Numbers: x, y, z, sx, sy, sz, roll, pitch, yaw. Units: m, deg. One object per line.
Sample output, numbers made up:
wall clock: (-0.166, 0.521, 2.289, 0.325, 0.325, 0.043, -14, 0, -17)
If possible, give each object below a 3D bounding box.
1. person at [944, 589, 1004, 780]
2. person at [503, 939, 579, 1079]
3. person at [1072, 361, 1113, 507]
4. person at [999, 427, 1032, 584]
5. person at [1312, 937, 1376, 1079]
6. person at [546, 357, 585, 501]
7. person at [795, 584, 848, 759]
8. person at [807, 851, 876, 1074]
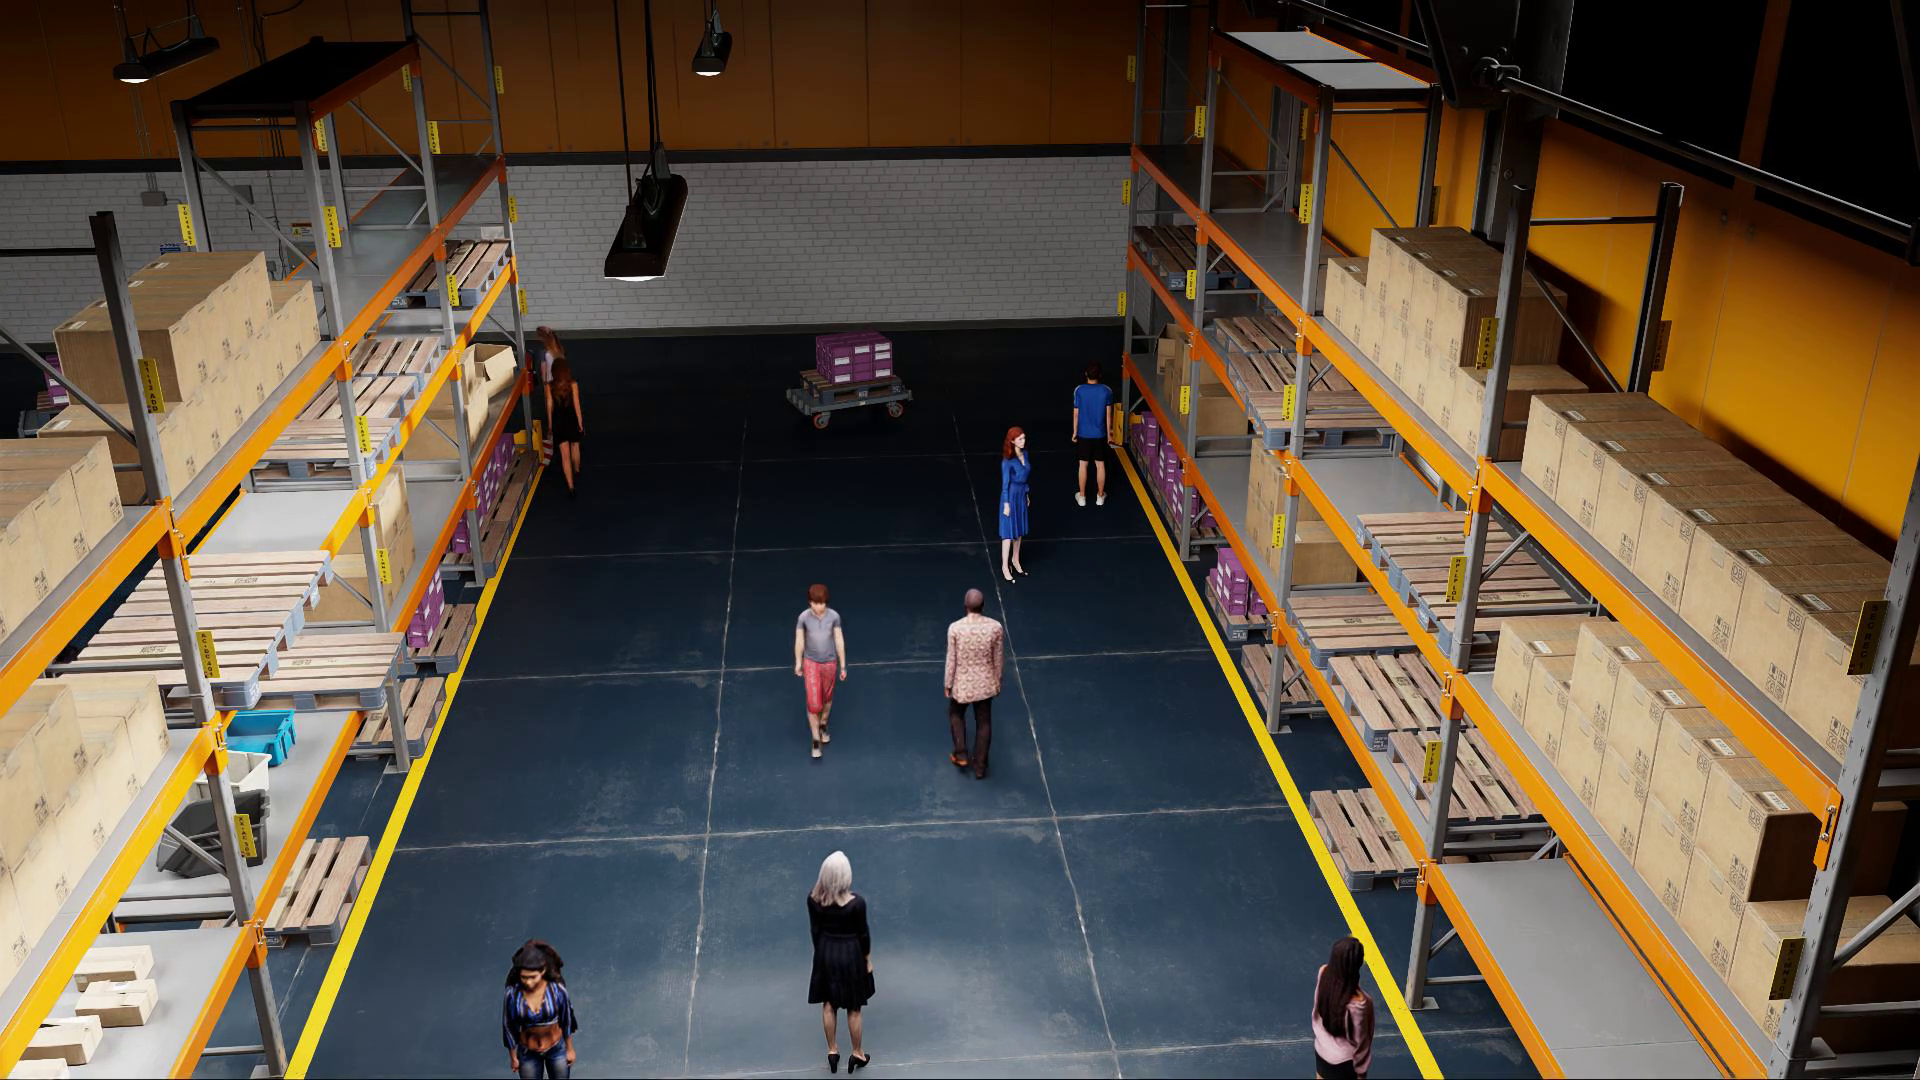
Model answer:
person: (0.137, 1.320, 14.755, 0.754, 1.791, 0.717, -5, 24, -11)
person: (-2.650, 3.243, 10.572, 0.633, 1.618, 0.574, -5, 24, -10)
person: (1.643, -1.343, 20.754, 0.666, 1.866, 0.609, 0, 24, 0)
person: (0.618, -0.410, 18.666, 0.772, 1.828, 0.704, 17, 29, 34)
person: (2.351, 3.233, 10.352, 0.747, 1.812, 0.604, -12, 26, -26)
person: (-4.954, -1.365, 20.879, 0.642, 1.804, 1.067, -4, 24, -9)
person: (-1.298, 1.116, 15.418, 0.651, 1.633, 0.856, -4, 24, -9)
person: (-0.806, 2.861, 11.284, 0.664, 1.747, 0.660, 5, 24, 12)
